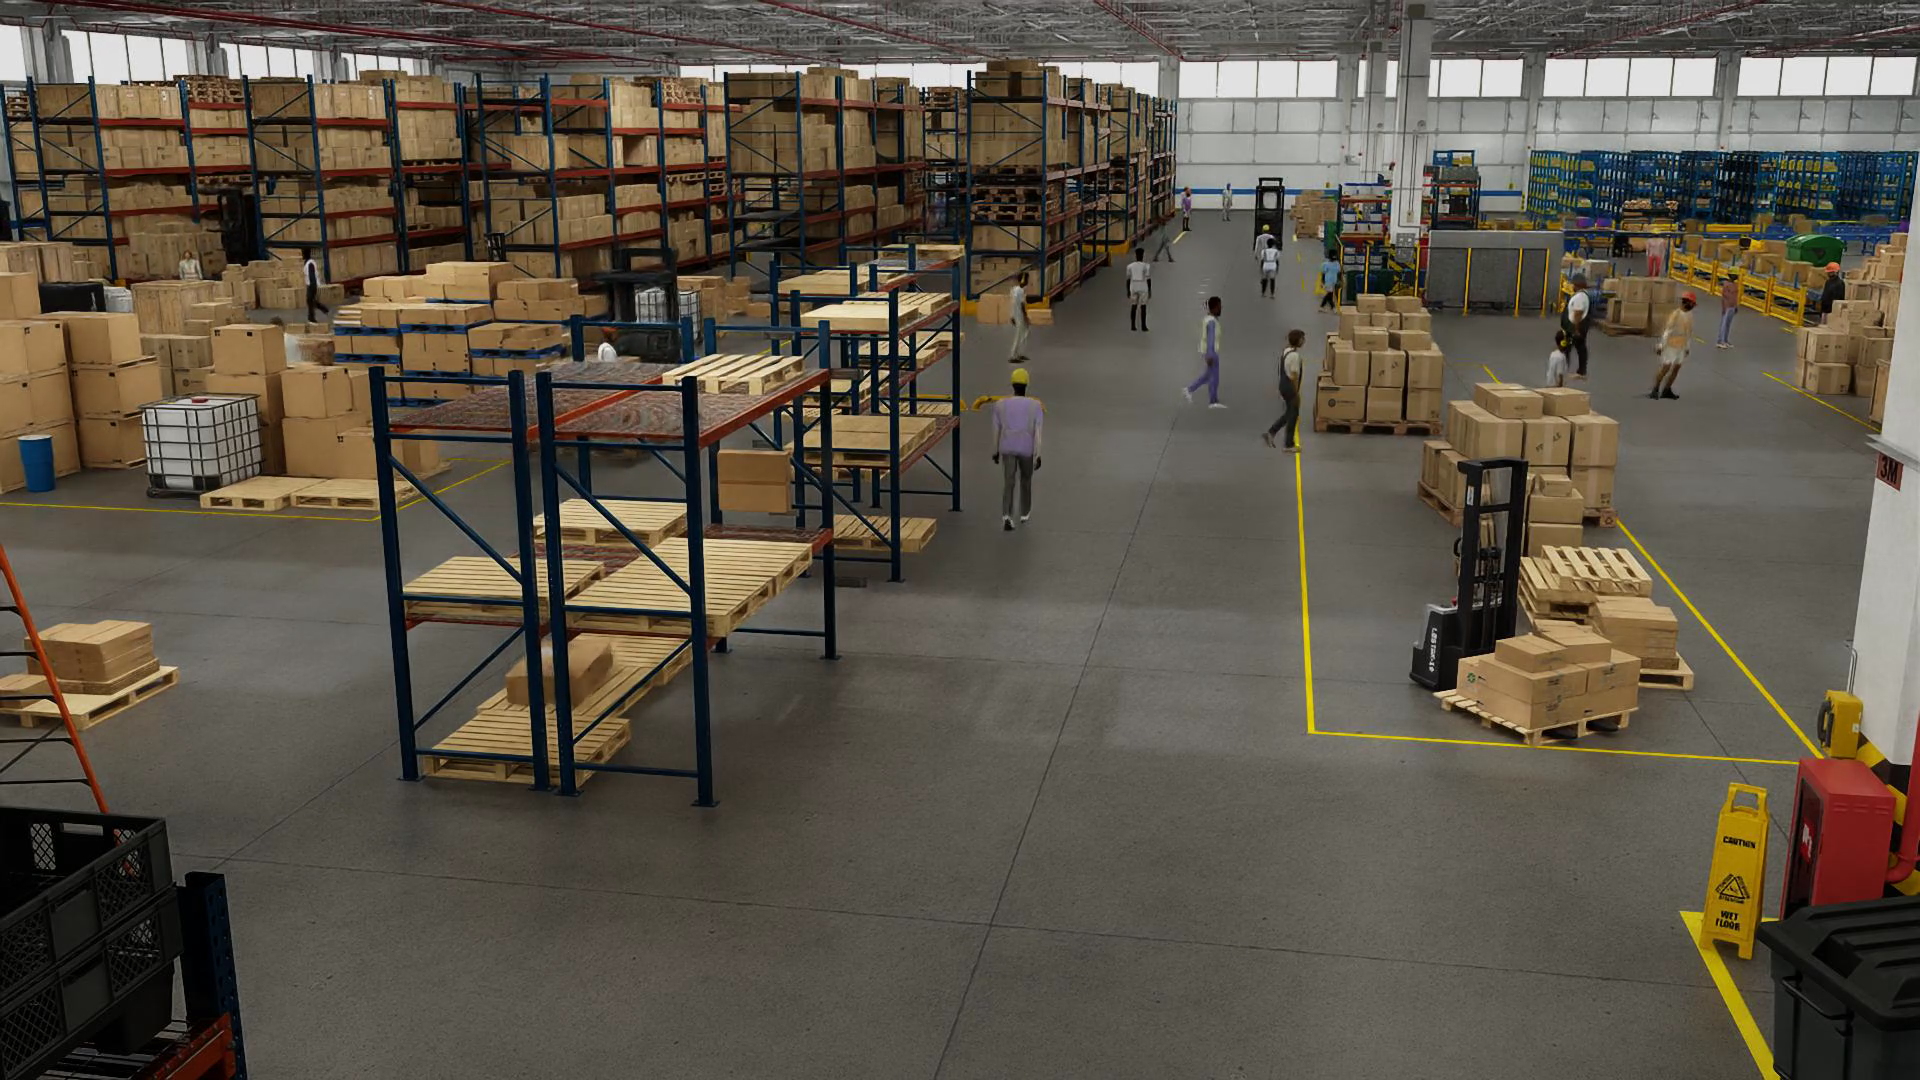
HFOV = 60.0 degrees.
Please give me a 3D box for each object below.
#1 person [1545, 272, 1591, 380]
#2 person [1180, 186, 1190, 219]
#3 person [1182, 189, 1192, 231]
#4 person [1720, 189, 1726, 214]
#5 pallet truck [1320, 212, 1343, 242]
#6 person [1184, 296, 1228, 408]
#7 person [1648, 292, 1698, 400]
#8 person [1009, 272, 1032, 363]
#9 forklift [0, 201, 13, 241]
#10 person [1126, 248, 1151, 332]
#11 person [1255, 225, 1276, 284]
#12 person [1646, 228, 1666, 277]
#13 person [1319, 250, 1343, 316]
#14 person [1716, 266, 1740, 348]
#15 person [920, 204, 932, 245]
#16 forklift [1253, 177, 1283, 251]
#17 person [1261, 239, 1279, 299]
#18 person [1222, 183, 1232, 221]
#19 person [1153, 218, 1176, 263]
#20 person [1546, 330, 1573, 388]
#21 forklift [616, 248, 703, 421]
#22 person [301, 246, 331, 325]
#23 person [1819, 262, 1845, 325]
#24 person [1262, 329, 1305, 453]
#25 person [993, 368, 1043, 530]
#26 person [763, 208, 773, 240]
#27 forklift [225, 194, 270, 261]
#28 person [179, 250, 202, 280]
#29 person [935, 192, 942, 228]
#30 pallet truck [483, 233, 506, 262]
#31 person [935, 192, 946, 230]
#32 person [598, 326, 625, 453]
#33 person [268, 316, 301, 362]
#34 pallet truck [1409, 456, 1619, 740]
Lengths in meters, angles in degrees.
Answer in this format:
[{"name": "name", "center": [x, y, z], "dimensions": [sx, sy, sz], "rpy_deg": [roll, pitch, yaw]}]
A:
[{"name": "person", "center": [11.503, -4.046, 31.359], "dimensions": [0.849, 2.000, 0.708], "rpy_deg": [9, 17, 33]}, {"name": "person", "center": [11.988, -17.951, 88.483], "dimensions": [0.565, 1.716, 0.882], "rpy_deg": [-1, 14, -2]}, {"name": "person", "center": [10.638, -15.407, 77.719], "dimensions": [0.543, 1.928, 0.372], "rpy_deg": [-13, 19, -43]}, {"name": "person", "center": [40.765, -18.043, 88.620], "dimensions": [0.495, 1.830, 0.572], "rpy_deg": [2, 14, 9]}, {"name": "pallet truck", "center": [15.874, -13.227, 70.310], "dimensions": [0.680, 1.201, 1.601], "rpy_deg": [10, 17, 35]}, {"name": "person", "center": [4.181, -3.163, 28.068], "dimensions": [0.667, 1.901, 0.595], "rpy_deg": [2, 14, 8]}, {"name": "person", "center": [12.444, -3.375, 28.952], "dimensions": [0.654, 1.887, 0.500], "rpy_deg": [-8, 16, -29]}, {"name": "person", "center": [1.281, -4.473, 33.498], "dimensions": [0.652, 1.840, 0.537], "rpy_deg": [-3, 14, -11]}, {"name": "forklift", "center": [-24.911, -7.370, 43.124], "dimensions": [1.873, 2.768, 1.129], "rpy_deg": [3, 14, 10]}, {"name": "person", "center": [4.170, -5.827, 38.776], "dimensions": [0.604, 1.954, 0.394], "rpy_deg": [6, 15, 24]}, {"name": "person", "center": [9.364, -8.755, 51.010], "dimensions": [0.595, 1.781, 0.916], "rpy_deg": [1, 14, 6]}, {"name": "person", "center": [21.012, -8.559, 50.282], "dimensions": [0.546, 1.748, 0.456], "rpy_deg": [4, 14, 16]}, {"name": "person", "center": [9.467, -6.584, 42.465], "dimensions": [0.533, 1.649, 0.871], "rpy_deg": [-9, 16, -32]}, {"name": "person", "center": [16.611, -5.025, 35.902], "dimensions": [0.527, 1.767, 0.318], "rpy_deg": [-10, 17, -35]}, {"name": "person", "center": [-1.408, -11.780, 63.091], "dimensions": [0.817, 1.872, 0.673], "rpy_deg": [1, 14, 3]}, {"name": "forklift", "center": [12.083, -12.747, 64.956], "dimensions": [1.129, 2.768, 1.873], "rpy_deg": [3, 14, 10]}, {"name": "person", "center": [8.674, -7.589, 46.557], "dimensions": [0.544, 1.649, 0.881], "rpy_deg": [0, 14, -1]}, {"name": "person", "center": [13.884, -17.539, 86.347], "dimensions": [0.602, 1.940, 0.402], "rpy_deg": [-7, 15, -26]}, {"name": "person", "center": [7.256, -10.682, 59.225], "dimensions": [0.846, 1.593, 0.507], "rpy_deg": [3, 14, 12]}, {"name": "person", "center": [8.489, -2.054, 23.624], "dimensions": [0.323, 1.871, 0.525], "rpy_deg": [2, 14, 8]}, {"name": "forklift", "center": [-4.827, -3.163, 26.046], "dimensions": [1.129, 2.768, 1.873], "rpy_deg": [3, 14, 10]}, {"name": "person", "center": [-15.628, -6.152, 40.202], "dimensions": [0.590, 1.904, 0.600], "rpy_deg": [-7, 15, -26]}, {"name": "person", "center": [17.871, -4.716, 34.183], "dimensions": [0.404, 1.988, 0.622], "rpy_deg": [-1, 14, -4]}, {"name": "person", "center": [4.753, -2.148, 24.095], "dimensions": [0.488, 1.825, 0.533], "rpy_deg": [-2, 14, -9]}, {"name": "person", "center": [0.670, -1.073, 19.602], "dimensions": [0.596, 1.896, 0.921], "rpy_deg": [2, 14, 10]}, {"name": "person", "center": [-7.483, -12.121, 64.948], "dimensions": [0.910, 1.643, 0.538], "rpy_deg": [4, 14, 15]}, {"name": "forklift", "center": [-20.686, -8.594, 48.094], "dimensions": [1.129, 2.768, 1.873], "rpy_deg": [9, 17, 33]}, {"name": "person", "center": [-19.861, -6.692, 42.958], "dimensions": [0.516, 1.618, 0.687], "rpy_deg": [-8, 16, -28]}, {"name": "person", "center": [-0.887, -14.987, 76.089], "dimensions": [0.556, 1.888, 0.964], "rpy_deg": [-1, 14, -3]}, {"name": "pallet truck", "center": [-11.832, -7.026, 43.548], "dimensions": [1.885, 1.965, 0.823], "rpy_deg": [8, 16, 28]}, {"name": "person", "center": [-0.857, -14.684, 74.792], "dimensions": [0.642, 1.918, 0.522], "rpy_deg": [4, 15, 18]}, {"name": "person", "center": [-5.090, -2.211, 24.233], "dimensions": [0.357, 1.882, 0.576], "rpy_deg": [-6, 15, -21]}, {"name": "person", "center": [-10.196, -2.443, 25.207], "dimensions": [1.051, 1.886, 0.636], "rpy_deg": [2, 14, 10]}, {"name": "pallet truck", "center": [4.504, 0.400, 13.395], "dimensions": [0.823, 1.965, 1.885], "rpy_deg": [-6, 15, -23]}]
